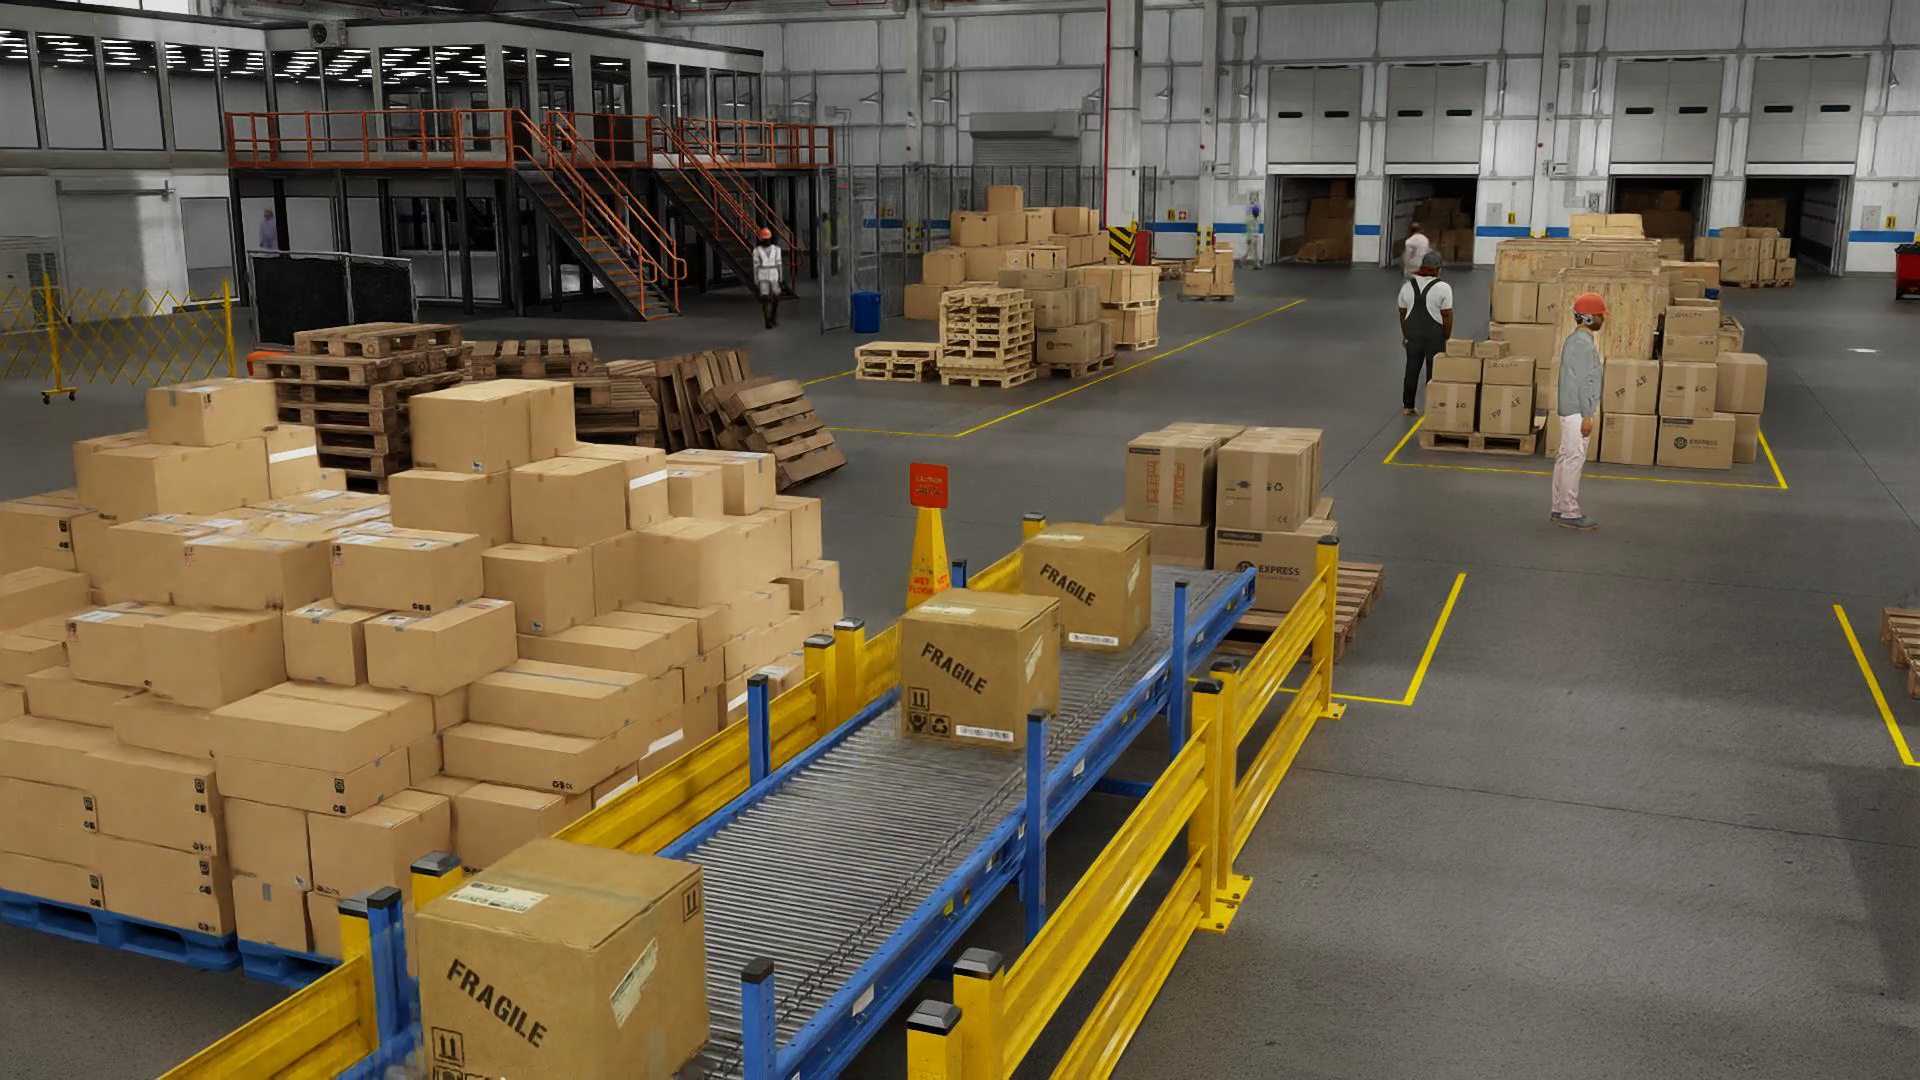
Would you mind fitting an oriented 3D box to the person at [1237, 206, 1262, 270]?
[{"bbox_3d":[8.810,-9.133,50.327,0.675,1.930,0.616,10,16,37],"label":"person"}]

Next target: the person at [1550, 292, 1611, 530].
[{"bbox_3d":[5.245,-1.091,14.083,0.375,1.995,0.610,1,13,7],"label":"person"}]

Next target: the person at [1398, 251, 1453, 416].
[{"bbox_3d":[5.748,-2.523,20.404,0.688,2.000,0.539,11,17,41],"label":"person"}]

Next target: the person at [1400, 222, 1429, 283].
[{"bbox_3d":[9.515,-5.710,34.941,0.660,1.929,0.419,-8,15,-32],"label":"person"}]

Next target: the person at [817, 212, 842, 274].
[{"bbox_3d":[-3.892,-8.639,48.384,0.917,1.808,0.630,6,14,26],"label":"person"}]

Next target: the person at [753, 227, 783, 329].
[{"bbox_3d":[-3.652,-4.977,31.676,0.585,1.922,0.457,-3,13,-15],"label":"person"}]
